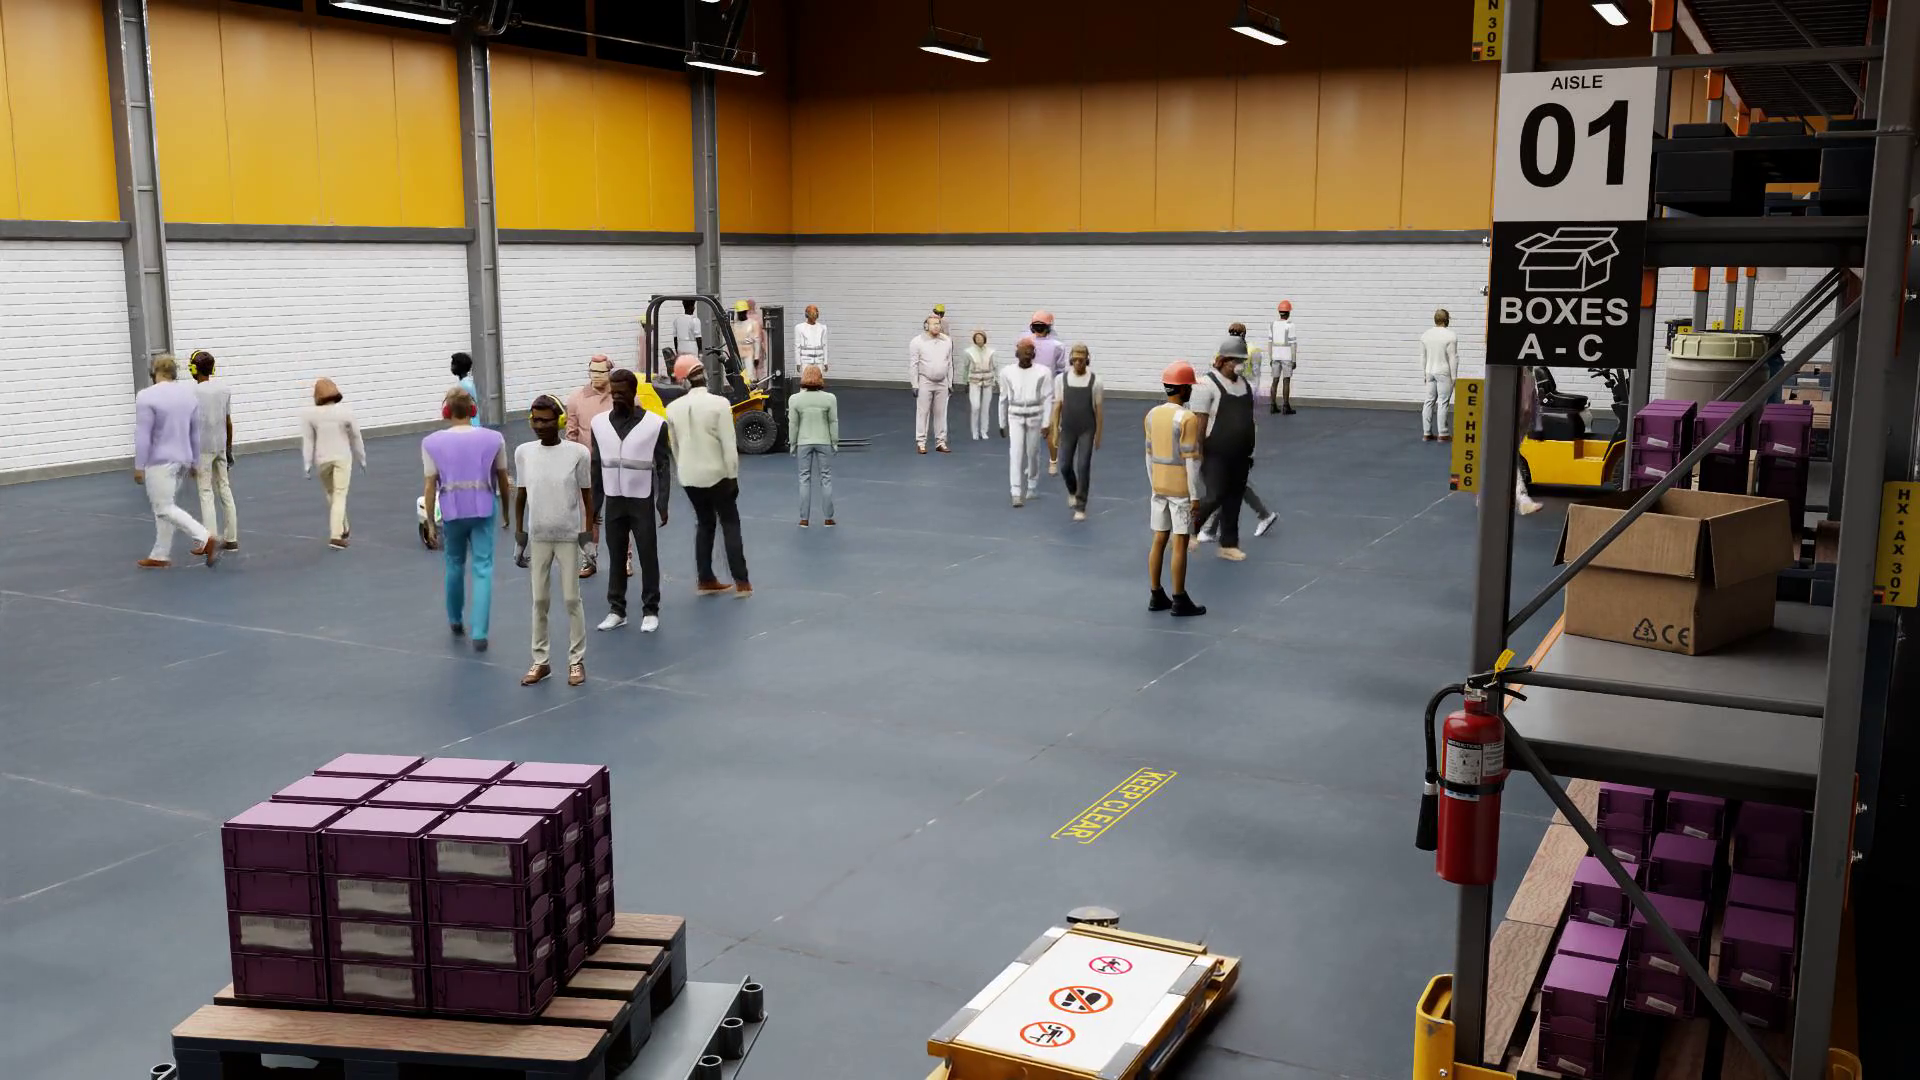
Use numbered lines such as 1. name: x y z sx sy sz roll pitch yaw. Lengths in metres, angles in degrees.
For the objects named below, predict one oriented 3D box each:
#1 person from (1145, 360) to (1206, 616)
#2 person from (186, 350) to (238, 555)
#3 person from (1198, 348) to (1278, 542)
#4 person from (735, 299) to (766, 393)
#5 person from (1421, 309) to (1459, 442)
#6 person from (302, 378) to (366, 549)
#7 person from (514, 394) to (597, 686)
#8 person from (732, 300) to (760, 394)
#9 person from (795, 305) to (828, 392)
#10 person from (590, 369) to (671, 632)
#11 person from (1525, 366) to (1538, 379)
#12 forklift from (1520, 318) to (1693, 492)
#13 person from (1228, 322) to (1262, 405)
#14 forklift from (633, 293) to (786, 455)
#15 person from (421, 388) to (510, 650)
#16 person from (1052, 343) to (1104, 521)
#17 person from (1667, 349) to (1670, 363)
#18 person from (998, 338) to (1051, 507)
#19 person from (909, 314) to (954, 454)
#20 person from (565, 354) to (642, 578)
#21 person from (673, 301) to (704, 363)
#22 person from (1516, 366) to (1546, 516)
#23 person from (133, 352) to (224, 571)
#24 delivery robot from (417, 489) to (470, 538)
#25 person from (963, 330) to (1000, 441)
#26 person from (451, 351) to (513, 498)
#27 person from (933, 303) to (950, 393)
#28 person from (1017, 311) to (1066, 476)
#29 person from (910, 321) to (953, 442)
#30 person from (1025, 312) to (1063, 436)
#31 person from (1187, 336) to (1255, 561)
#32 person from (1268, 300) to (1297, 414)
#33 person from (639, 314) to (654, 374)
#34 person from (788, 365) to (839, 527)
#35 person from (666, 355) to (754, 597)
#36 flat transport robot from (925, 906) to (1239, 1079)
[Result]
1. person: 1.640 -0.390 12.633 0.356 1.939 0.543 -7 12 -34
2. person: -6.857 -0.793 15.164 0.326 1.871 0.520 5 11 26
3. person: 2.653 -0.927 15.919 0.947 1.890 0.597 -3 10 -16
4. person: -3.912 -3.584 31.297 0.646 1.873 0.810 -1 10 -4
5. person: 6.977 -2.387 24.188 0.372 1.940 0.631 -7 12 -36
6. person: -5.872 -0.723 15.591 0.514 1.580 0.893 -1 10 -4
7. person: -2.577 0.003 10.567 0.533 1.864 0.311 0 10 2
8. person: -3.804 -3.268 29.369 0.600 1.916 0.388 7 12 35
9. person: -2.465 -2.961 27.674 0.575 1.885 0.355 -5 11 -26
10. person: -2.396 -0.278 12.103 0.597 1.894 0.371 2 10 9
11. person: 7.926 -2.238 23.629 0.404 1.833 0.592 -4 10 -20
12. forklift: 7.066 -1.601 18.899 2.313 2.155 1.214 5 11 27
13. person: 3.611 -1.919 21.762 0.635 1.842 0.429 9 13 41
14. forklift: -3.588 -2.317 23.042 2.313 2.155 1.214 -1 10 -5
15. person: -3.471 -0.169 11.739 0.580 1.798 0.919 -3 10 -15
16. person: 1.224 -1.123 17.189 0.529 1.827 0.543 2 10 12
17. person: 10.091 -2.157 23.164 0.403 1.833 0.586 -2 10 -12
18. person: 0.713 -1.310 18.295 0.576 1.842 0.980 1 10 4
19. person: -0.371 -2.140 22.840 0.641 1.913 0.408 -5 11 -26
20. person: -3.005 -0.624 14.082 0.646 1.904 0.401 -1 10 -6
21. person: -4.861 -3.381 29.860 0.615 1.964 0.361 5 11 29
22. person: 5.874 -1.174 17.591 0.636 1.790 0.955 -6 11 -31
23. person: -6.745 -0.658 14.306 0.811 1.897 0.662 2 10 13
24. delivery robot: -4.877 -0.279 15.715 0.477 0.478 0.707 -6 12 -33
25. person: 0.330 -2.268 24.429 0.532 1.619 0.558 -2 10 -10
26. person: -5.407 -1.259 18.437 0.786 1.671 0.536 -2 10 -10
27. person: -0.415 -3.721 32.413 0.528 1.767 0.330 7 12 36
28. person: 0.989 -1.797 20.492 0.610 2.036 0.400 -1 10 -8
29. person: -0.410 -2.345 24.265 0.634 1.840 0.428 0 10 3
30. person: 1.275 -2.468 24.884 0.658 1.864 0.850 -3 10 -17
31. person: 2.355 -0.820 14.820 0.694 2.000 0.619 -7 12 -34
32. person: 5.517 -3.113 28.382 0.549 1.942 0.347 10 14 44
33. person: -5.225 -2.873 27.538 0.654 1.745 0.536 1 10 4
34. person: -1.465 -0.935 16.667 0.498 1.633 0.282 -1 10 -4
35. person: -2.001 -0.495 13.259 0.702 1.937 0.421 5 11 28
36. flat transport robot: 0.438 1.636 5.724 0.652 0.197 1.431 5 11 26
